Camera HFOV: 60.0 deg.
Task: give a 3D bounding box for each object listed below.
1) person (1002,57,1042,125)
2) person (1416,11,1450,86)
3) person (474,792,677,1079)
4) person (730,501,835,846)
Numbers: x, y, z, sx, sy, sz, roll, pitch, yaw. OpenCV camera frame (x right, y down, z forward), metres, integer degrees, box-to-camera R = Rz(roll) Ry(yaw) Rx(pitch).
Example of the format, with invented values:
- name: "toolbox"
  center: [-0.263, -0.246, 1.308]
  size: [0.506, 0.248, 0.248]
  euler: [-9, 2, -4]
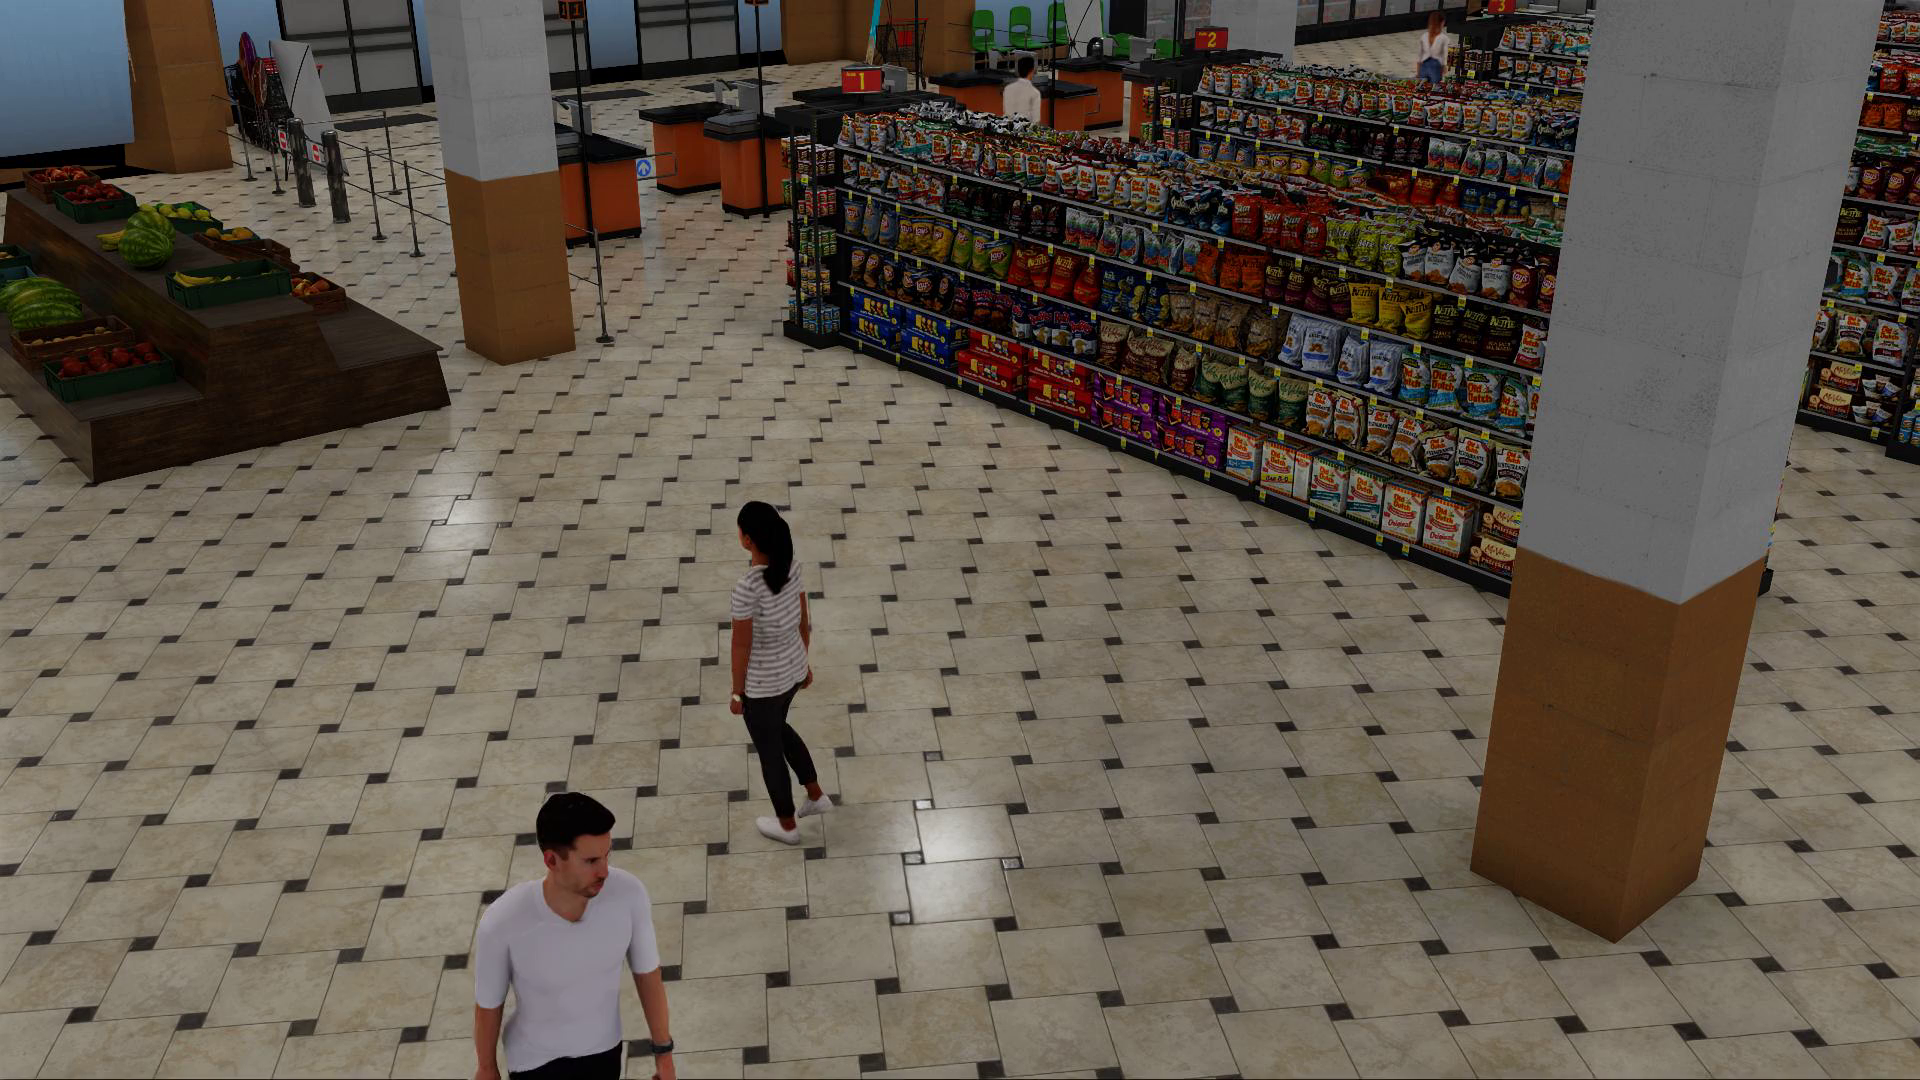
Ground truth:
- name: "person"
  center: [0.640, -4.480, 18.676]
  size: [0.969, 1.788, 0.898]
  euler: [14, 27, 30]
- name: "person"
  center: [6.663, -6.620, 23.662]
  size: [0.680, 1.712, 0.611]
  euler: [-21, 31, -39]
- name: "person"
  center: [-1.221, 1.496, 4.981]
  size: [0.697, 1.818, 0.924]
  euler: [-13, 27, -27]
- name: "person"
  center: [-0.743, 0.624, 7.208]
  size: [0.720, 1.631, 0.667]
  euler: [14, 27, 28]
